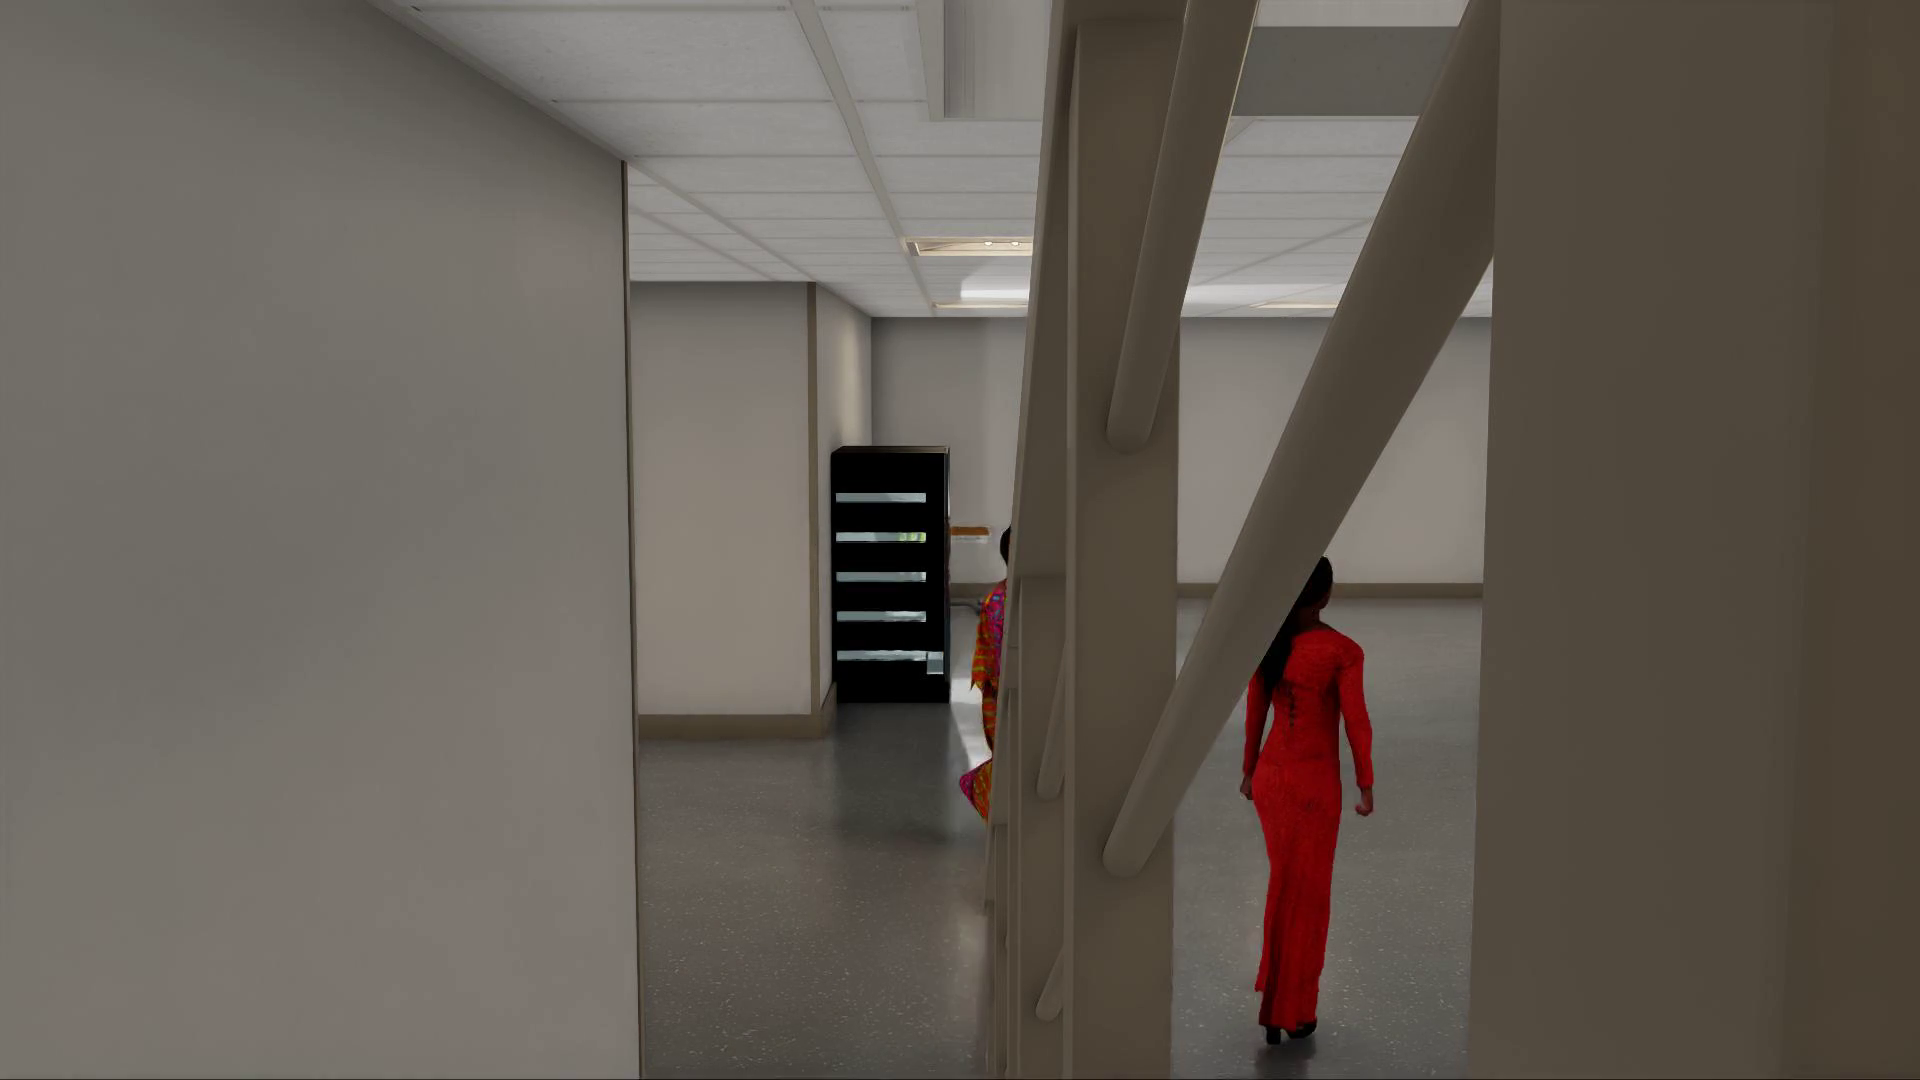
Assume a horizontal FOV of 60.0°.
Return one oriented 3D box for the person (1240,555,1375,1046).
[{"bbox_3d":[1.150,0.929,5.934,0.896,1.770,0.837,-5,8,-42],"label":"person"}]
